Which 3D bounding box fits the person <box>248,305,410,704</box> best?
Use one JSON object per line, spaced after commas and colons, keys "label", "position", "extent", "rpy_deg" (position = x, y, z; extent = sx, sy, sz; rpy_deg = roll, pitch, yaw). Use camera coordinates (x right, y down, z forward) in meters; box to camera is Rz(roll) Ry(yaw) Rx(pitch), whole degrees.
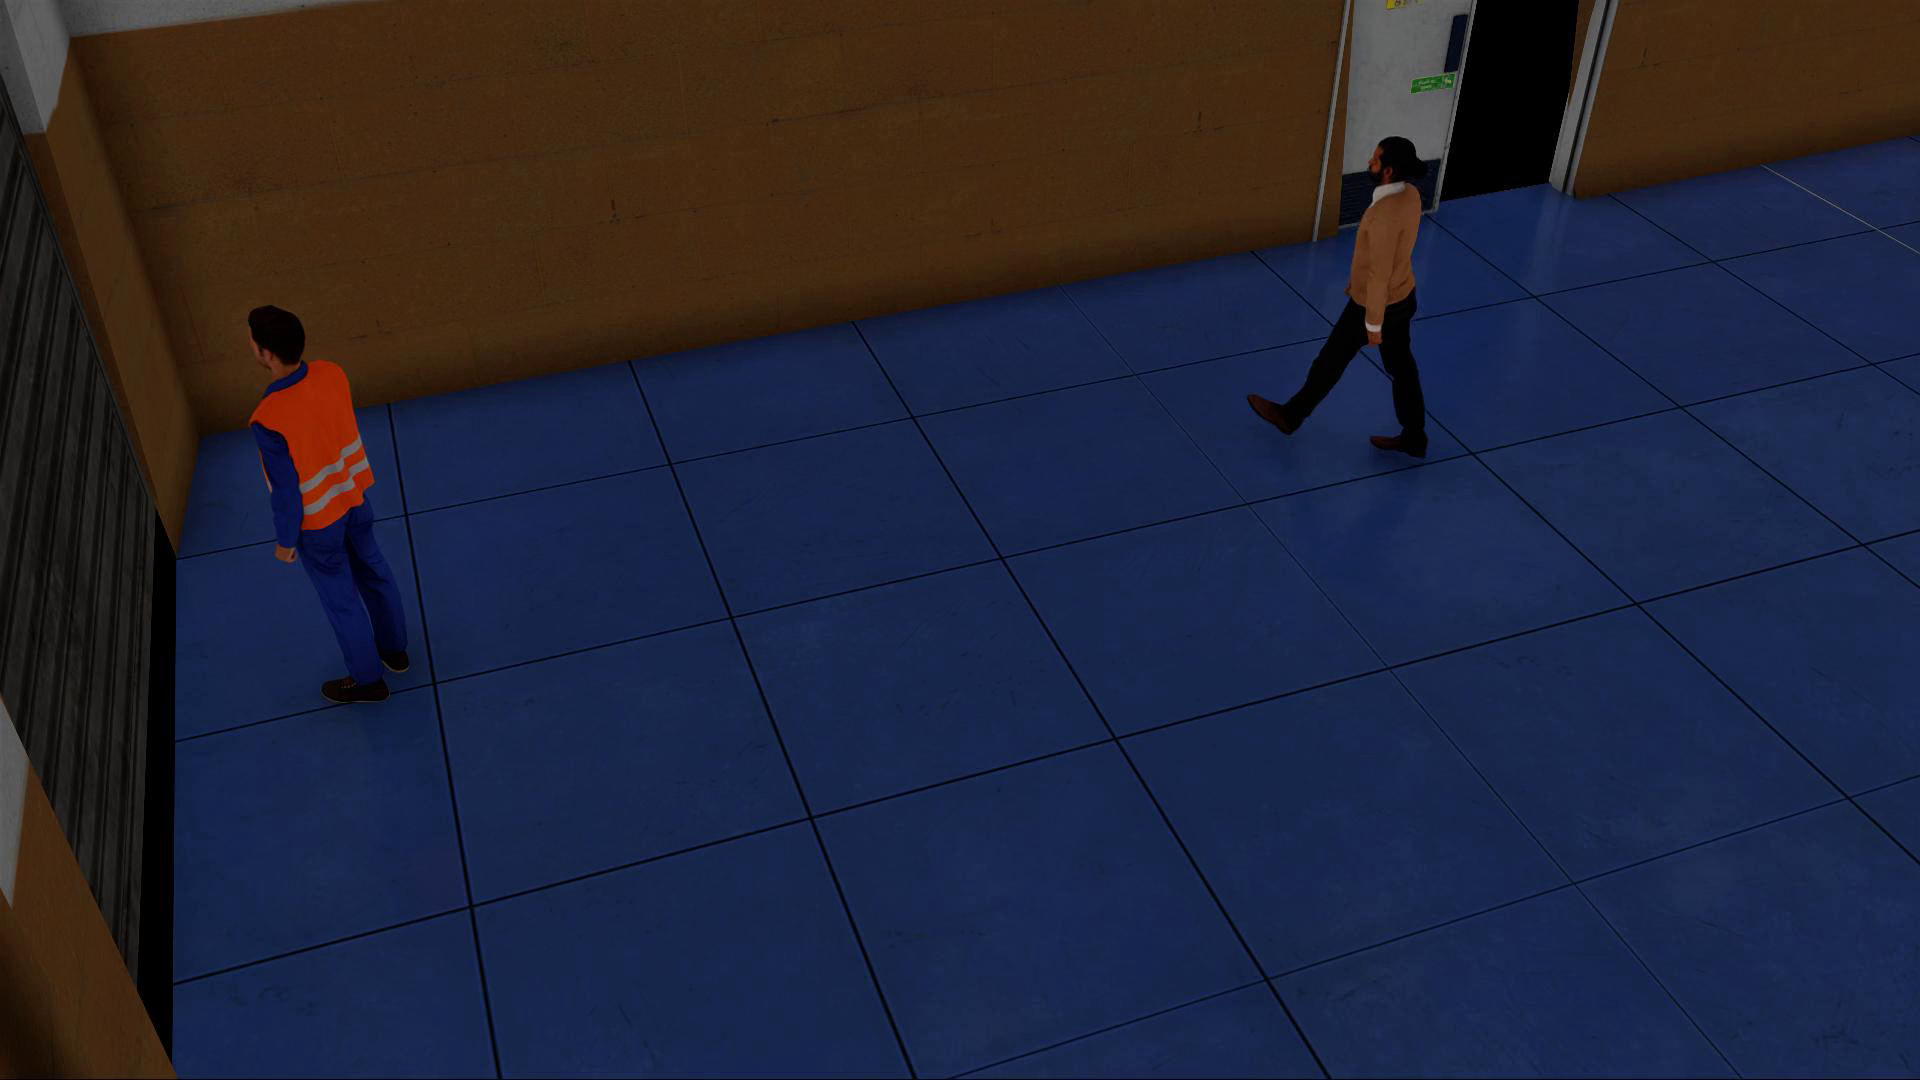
{"label": "person", "position": [-2.576, -0.125, 6.762], "extent": [0.843, 1.864, 0.752], "rpy_deg": [10, 38, 13]}

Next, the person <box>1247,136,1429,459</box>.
{"label": "person", "position": [2.147, -1.129, 8.234], "extent": [1.255, 1.704, 1.127], "rpy_deg": [20, 41, 24]}
